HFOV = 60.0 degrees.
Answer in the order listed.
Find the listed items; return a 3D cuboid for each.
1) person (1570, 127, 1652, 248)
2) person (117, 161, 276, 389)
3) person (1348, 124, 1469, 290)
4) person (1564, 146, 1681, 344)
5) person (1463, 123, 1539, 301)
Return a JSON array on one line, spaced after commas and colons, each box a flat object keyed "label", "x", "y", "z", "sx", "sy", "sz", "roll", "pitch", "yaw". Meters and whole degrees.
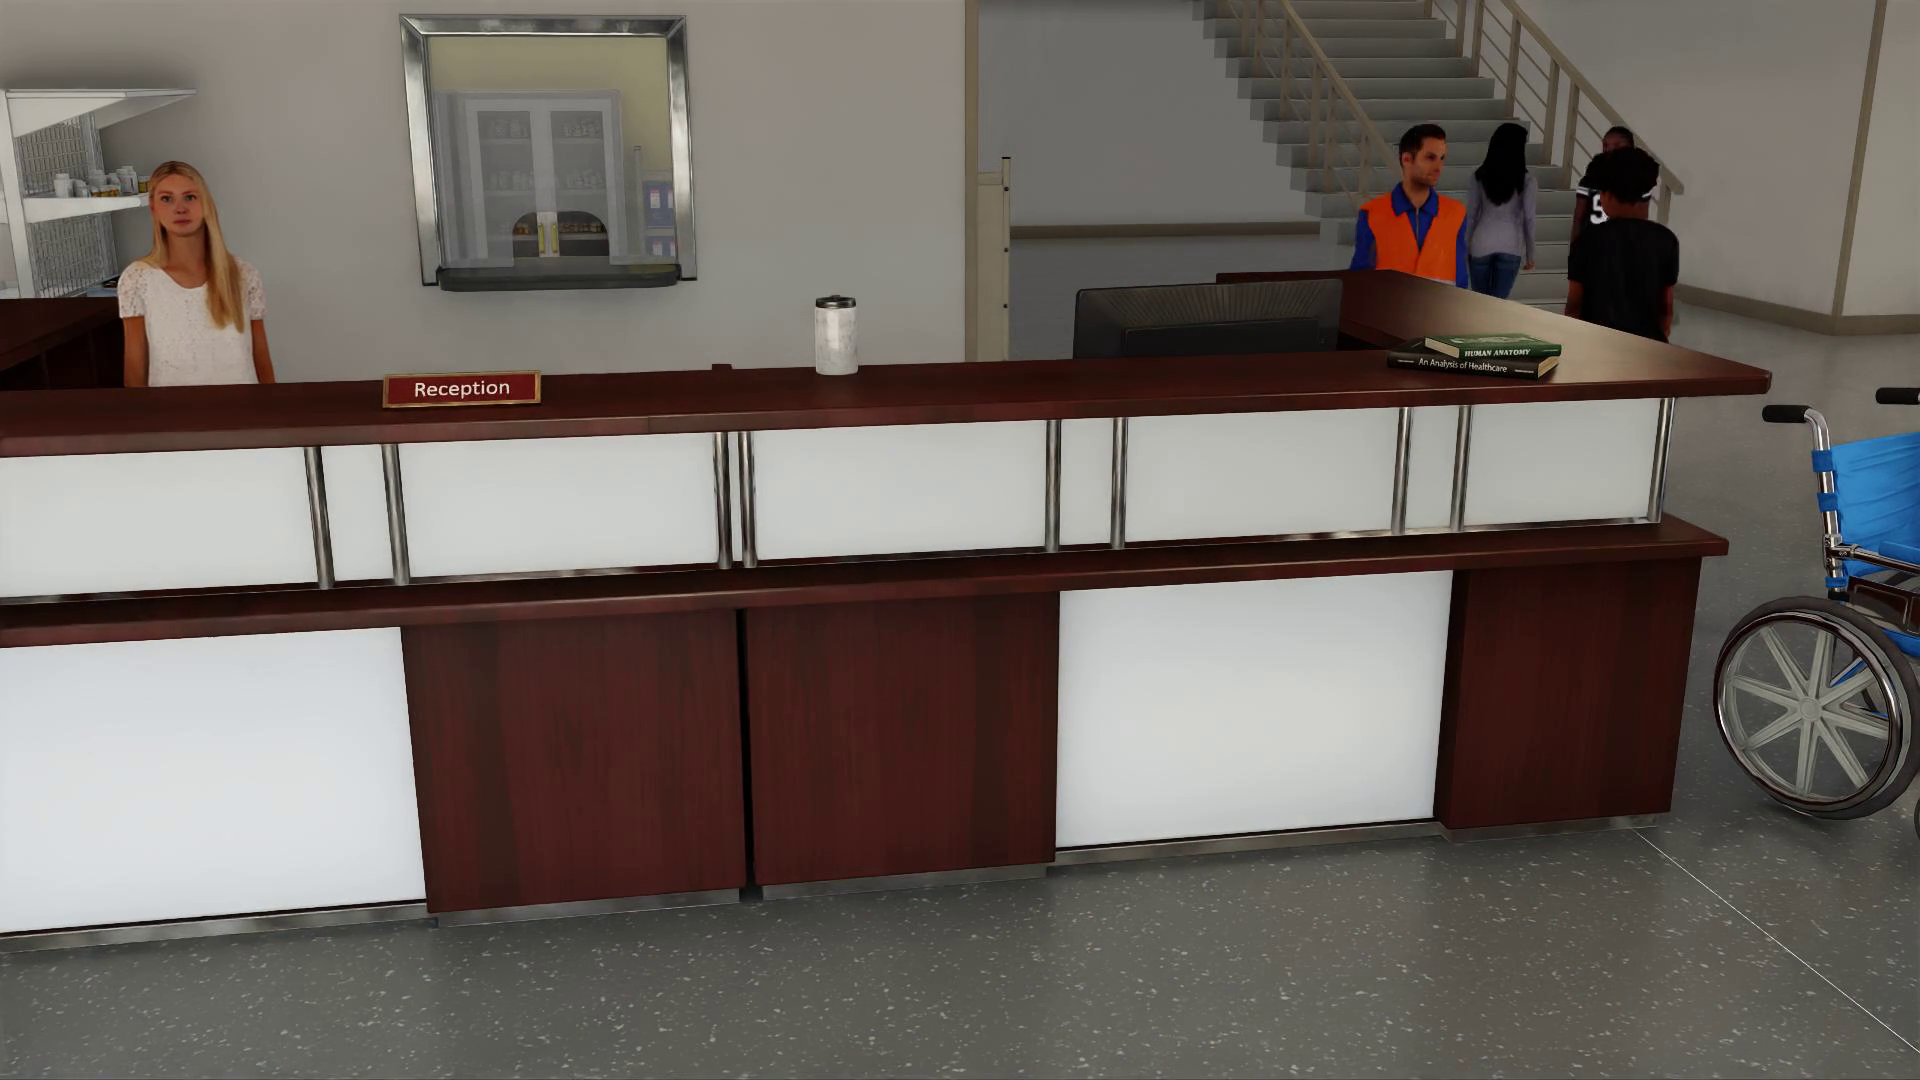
[{"label": "person", "x": 4.255, "y": -1.807, "z": 10.935, "sx": 1.117, "sy": 1.675, "sz": 1.229, "roll": 9, "pitch": 18, "yaw": 29}, {"label": "person", "x": -2.369, "y": -0.272, "z": 5.245, "sx": 0.664, "sy": 1.809, "sz": 0.632, "roll": -10, "pitch": 18, "yaw": -31}, {"label": "person", "x": 1.921, "y": -0.880, "z": 7.316, "sx": 0.791, "sy": 1.854, "sz": 0.748, "roll": 1, "pitch": 16, "yaw": 4}, {"label": "person", "x": 2.807, "y": -0.737, "z": 7.019, "sx": 0.893, "sy": 1.741, "sz": 1.191, "roll": 3, "pitch": 16, "yaw": 10}, {"label": "person", "x": 3.611, "y": -1.921, "z": 11.267, "sx": 0.907, "sy": 1.713, "sz": 0.988, "roll": 9, "pitch": 18, "yaw": 29}]
